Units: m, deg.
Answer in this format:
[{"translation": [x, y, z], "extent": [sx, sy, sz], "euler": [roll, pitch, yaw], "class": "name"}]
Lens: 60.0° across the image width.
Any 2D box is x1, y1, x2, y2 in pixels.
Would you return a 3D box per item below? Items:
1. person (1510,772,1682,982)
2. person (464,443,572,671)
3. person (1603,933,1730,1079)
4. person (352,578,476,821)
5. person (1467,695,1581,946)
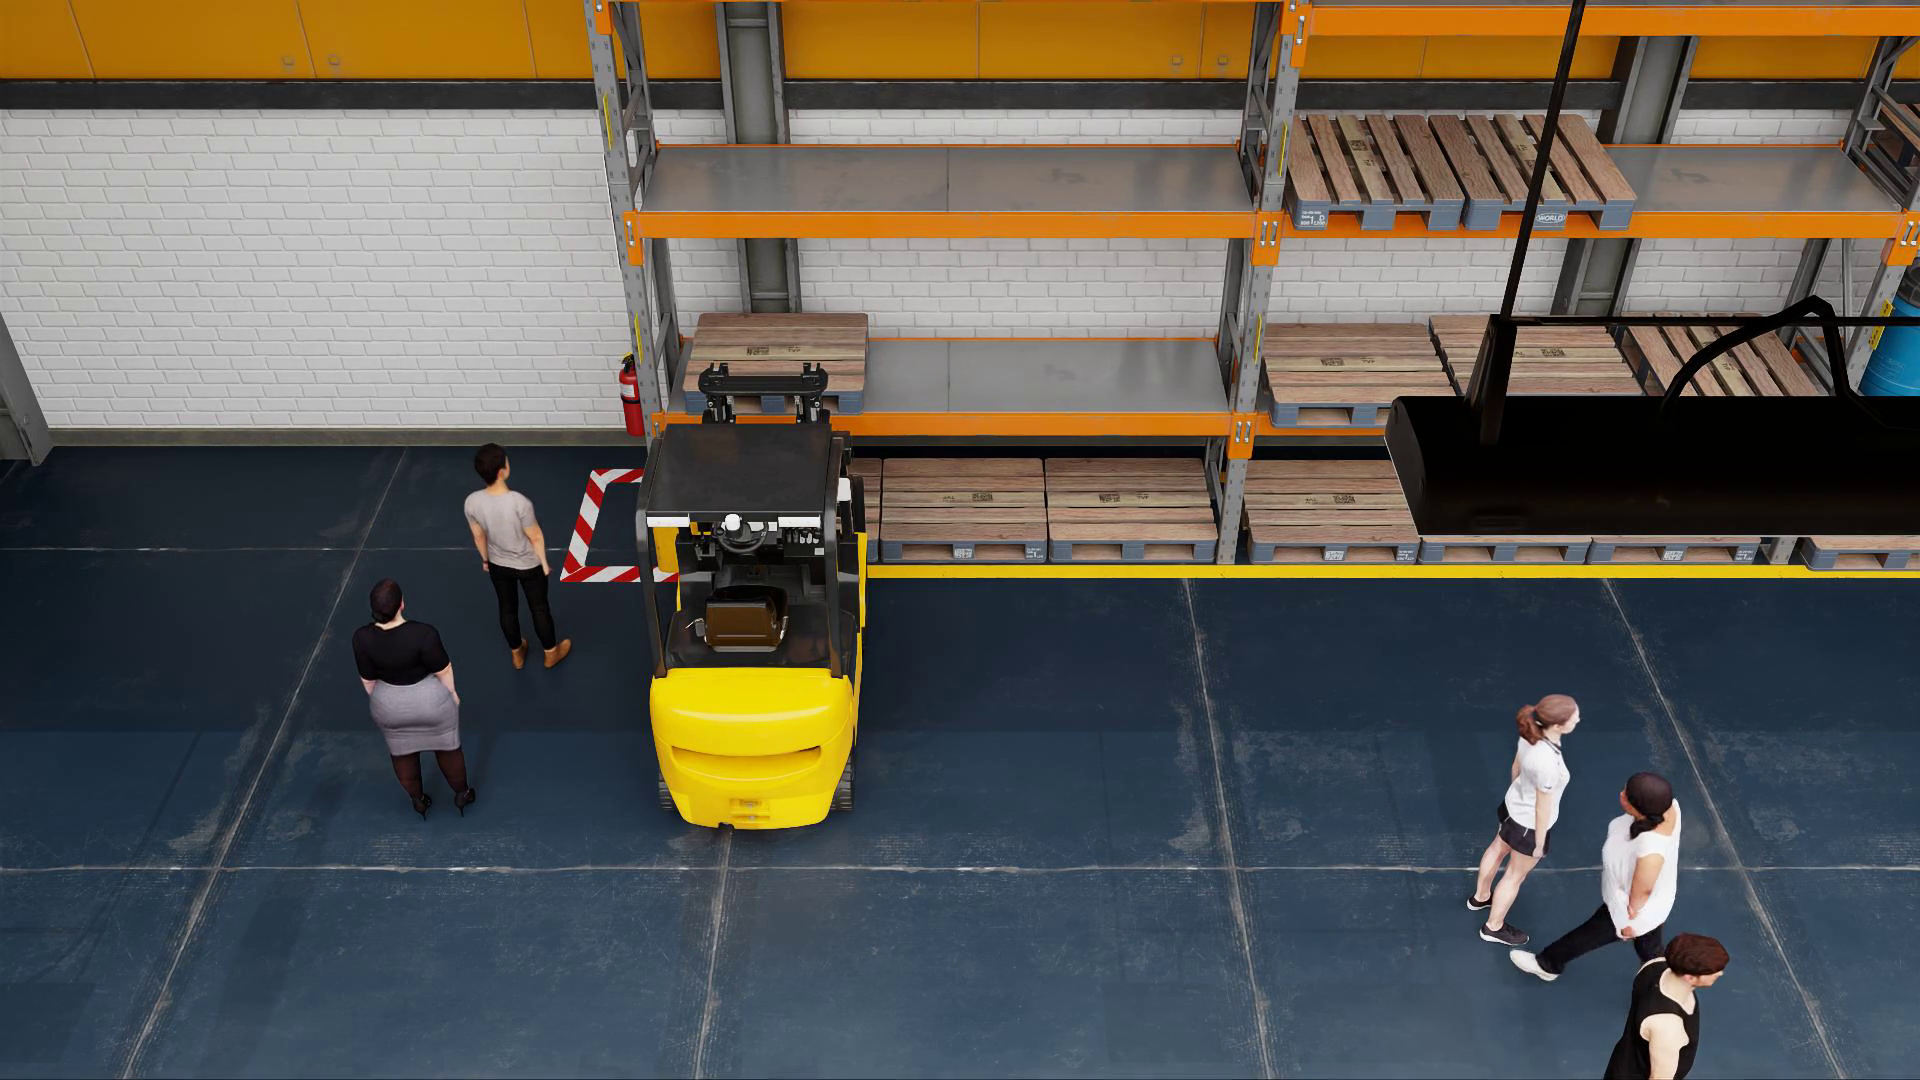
[{"translation": [3.532, 1.860, 8.589], "extent": [1.266, 1.645, 1.052], "euler": [21, 43, 24], "class": "person"}, {"translation": [-2.875, 0.128, 10.702], "extent": [0.510, 1.715, 0.690], "euler": [5, 39, 6], "class": "person"}, {"translation": [3.149, 2.450, 7.653], "extent": [0.659, 1.892, 0.720], "euler": [7, 39, 9], "class": "person"}, {"translation": [-3.169, 0.944, 9.645], "extent": [0.572, 1.759, 0.748], "euler": [-3, 39, -4], "class": "person"}, {"translation": [3.043, 1.490, 8.967], "extent": [0.561, 1.752, 0.561], "euler": [-2, 39, -3], "class": "person"}]
